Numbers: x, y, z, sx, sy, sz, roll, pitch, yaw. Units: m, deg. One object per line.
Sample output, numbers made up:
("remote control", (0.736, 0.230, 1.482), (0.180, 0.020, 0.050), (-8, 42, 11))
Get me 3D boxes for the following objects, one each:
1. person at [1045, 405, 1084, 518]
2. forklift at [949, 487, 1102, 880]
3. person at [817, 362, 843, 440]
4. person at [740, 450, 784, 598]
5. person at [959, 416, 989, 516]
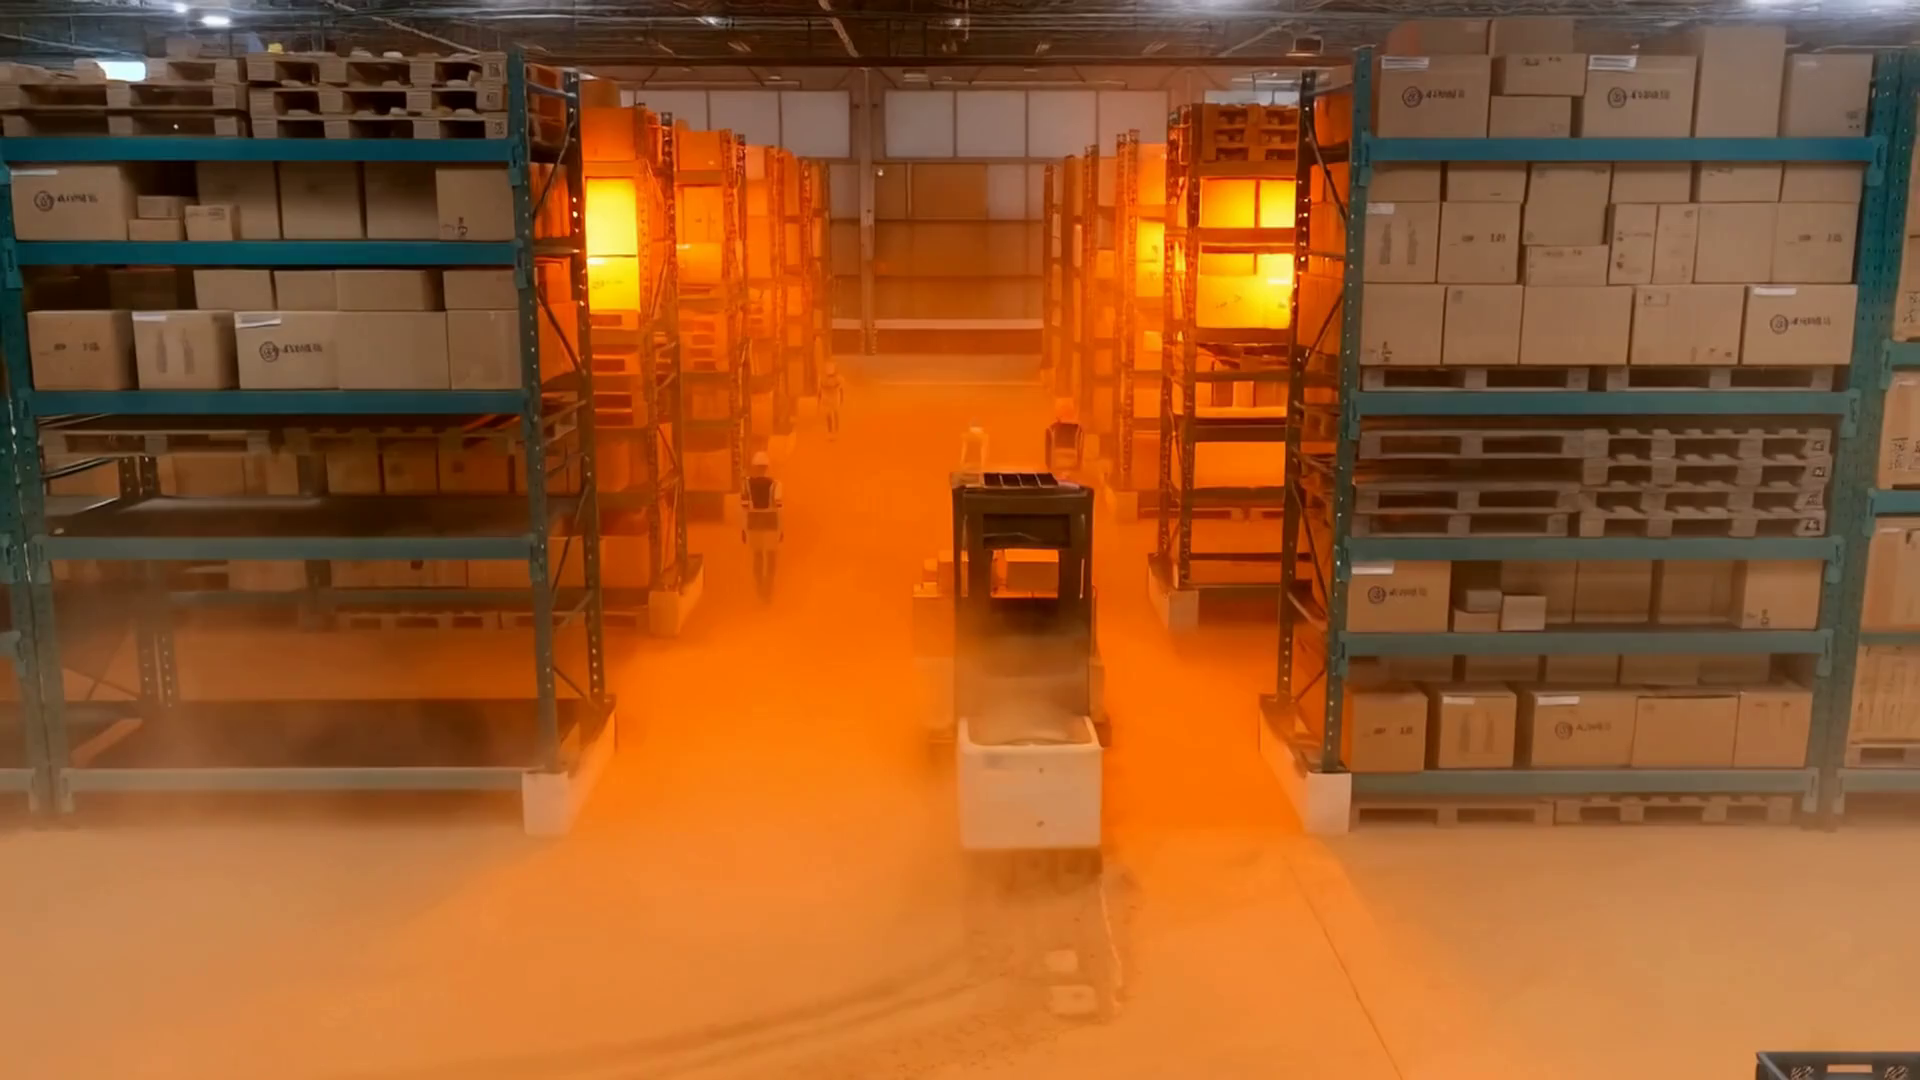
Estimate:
("person", (1.657, -1.226, 26.428), (0.626, 1.824, 0.566), (-2, 12, -9))
("forklift", (0.495, 0.986, 12.813), (1.129, 2.768, 1.873), (0, 11, -2))
("person", (-2.763, -2.963, 35.427), (0.546, 1.643, 0.886), (0, 11, -1))
("person", (-2.502, -0.187, 21.063), (0.549, 1.904, 0.739), (0, 11, -2))
("person", (0.221, -1.200, 26.825), (0.494, 1.604, 0.750), (1, 11, 5))
